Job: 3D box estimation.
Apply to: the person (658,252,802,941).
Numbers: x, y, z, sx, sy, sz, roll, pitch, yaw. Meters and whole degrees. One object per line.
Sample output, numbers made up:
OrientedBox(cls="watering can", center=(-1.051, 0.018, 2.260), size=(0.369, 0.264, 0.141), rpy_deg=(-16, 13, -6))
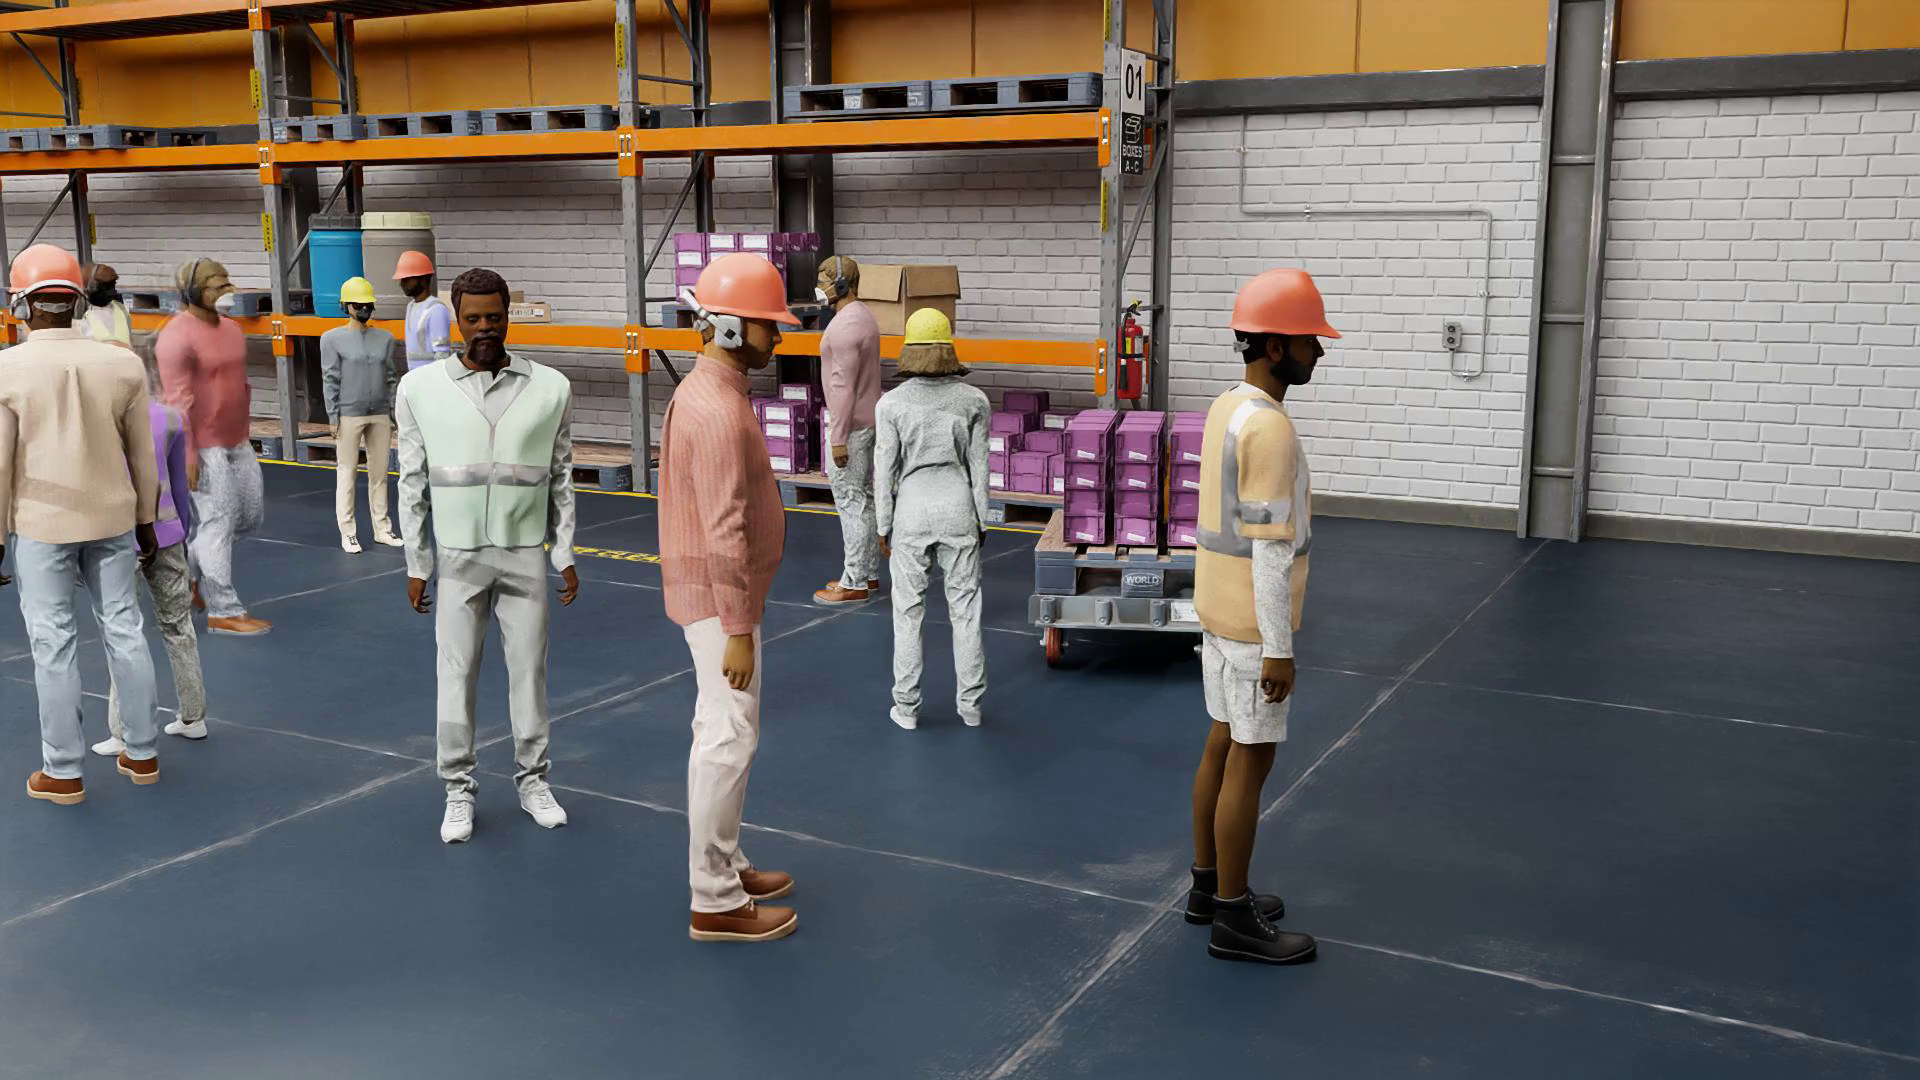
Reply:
OrientedBox(cls="person", center=(-0.651, 0.177, 4.785), size=(0.410, 1.980, 0.626), rpy_deg=(-2, 11, -12))

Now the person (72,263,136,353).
OrientedBox(cls="person", center=(-6.232, -1.087, 12.095), size=(0.449, 1.829, 0.643), rpy_deg=(5, 12, 27))

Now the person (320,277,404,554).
OrientedBox(cls="person", center=(-3.849, -0.806, 10.745), size=(0.308, 1.769, 0.524), rpy_deg=(8, 13, 39))

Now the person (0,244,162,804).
OrientedBox(cls="person", center=(-3.202, -0.053, 5.989), size=(0.386, 1.992, 0.624), rpy_deg=(8, 13, 39))

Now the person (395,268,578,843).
OrientedBox(cls="person", center=(-1.588, 0.047, 5.652), size=(0.591, 1.920, 0.393), rpy_deg=(-5, 11, -25))

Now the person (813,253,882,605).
OrientedBox(cls="person", center=(-0.612, -0.605, 9.198), size=(0.375, 1.933, 0.625), rpy_deg=(1, 10, 7))

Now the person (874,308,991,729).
OrientedBox(cls="person", center=(-0.118, -0.082, 6.877), size=(0.486, 1.737, 0.318), rpy_deg=(-2, 10, -10))

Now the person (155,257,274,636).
OrientedBox(cls="person", center=(-3.849, -0.465, 8.447), size=(0.593, 1.927, 0.630), rpy_deg=(2, 10, 9))

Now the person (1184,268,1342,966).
OrientedBox(cls="person", center=(0.853, 0.213, 4.690), size=(0.376, 1.935, 0.550), rpy_deg=(-1, 10, -4))

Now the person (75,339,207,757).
OrientedBox(cls="person", center=(-3.244, 0.033, 6.525), size=(0.318, 1.631, 0.513), rpy_deg=(6, 12, 30))

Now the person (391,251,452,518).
OrientedBox(cls="person", center=(-3.856, -1.112, 12.015), size=(0.417, 1.925, 0.562), rpy_deg=(-8, 13, -36))
